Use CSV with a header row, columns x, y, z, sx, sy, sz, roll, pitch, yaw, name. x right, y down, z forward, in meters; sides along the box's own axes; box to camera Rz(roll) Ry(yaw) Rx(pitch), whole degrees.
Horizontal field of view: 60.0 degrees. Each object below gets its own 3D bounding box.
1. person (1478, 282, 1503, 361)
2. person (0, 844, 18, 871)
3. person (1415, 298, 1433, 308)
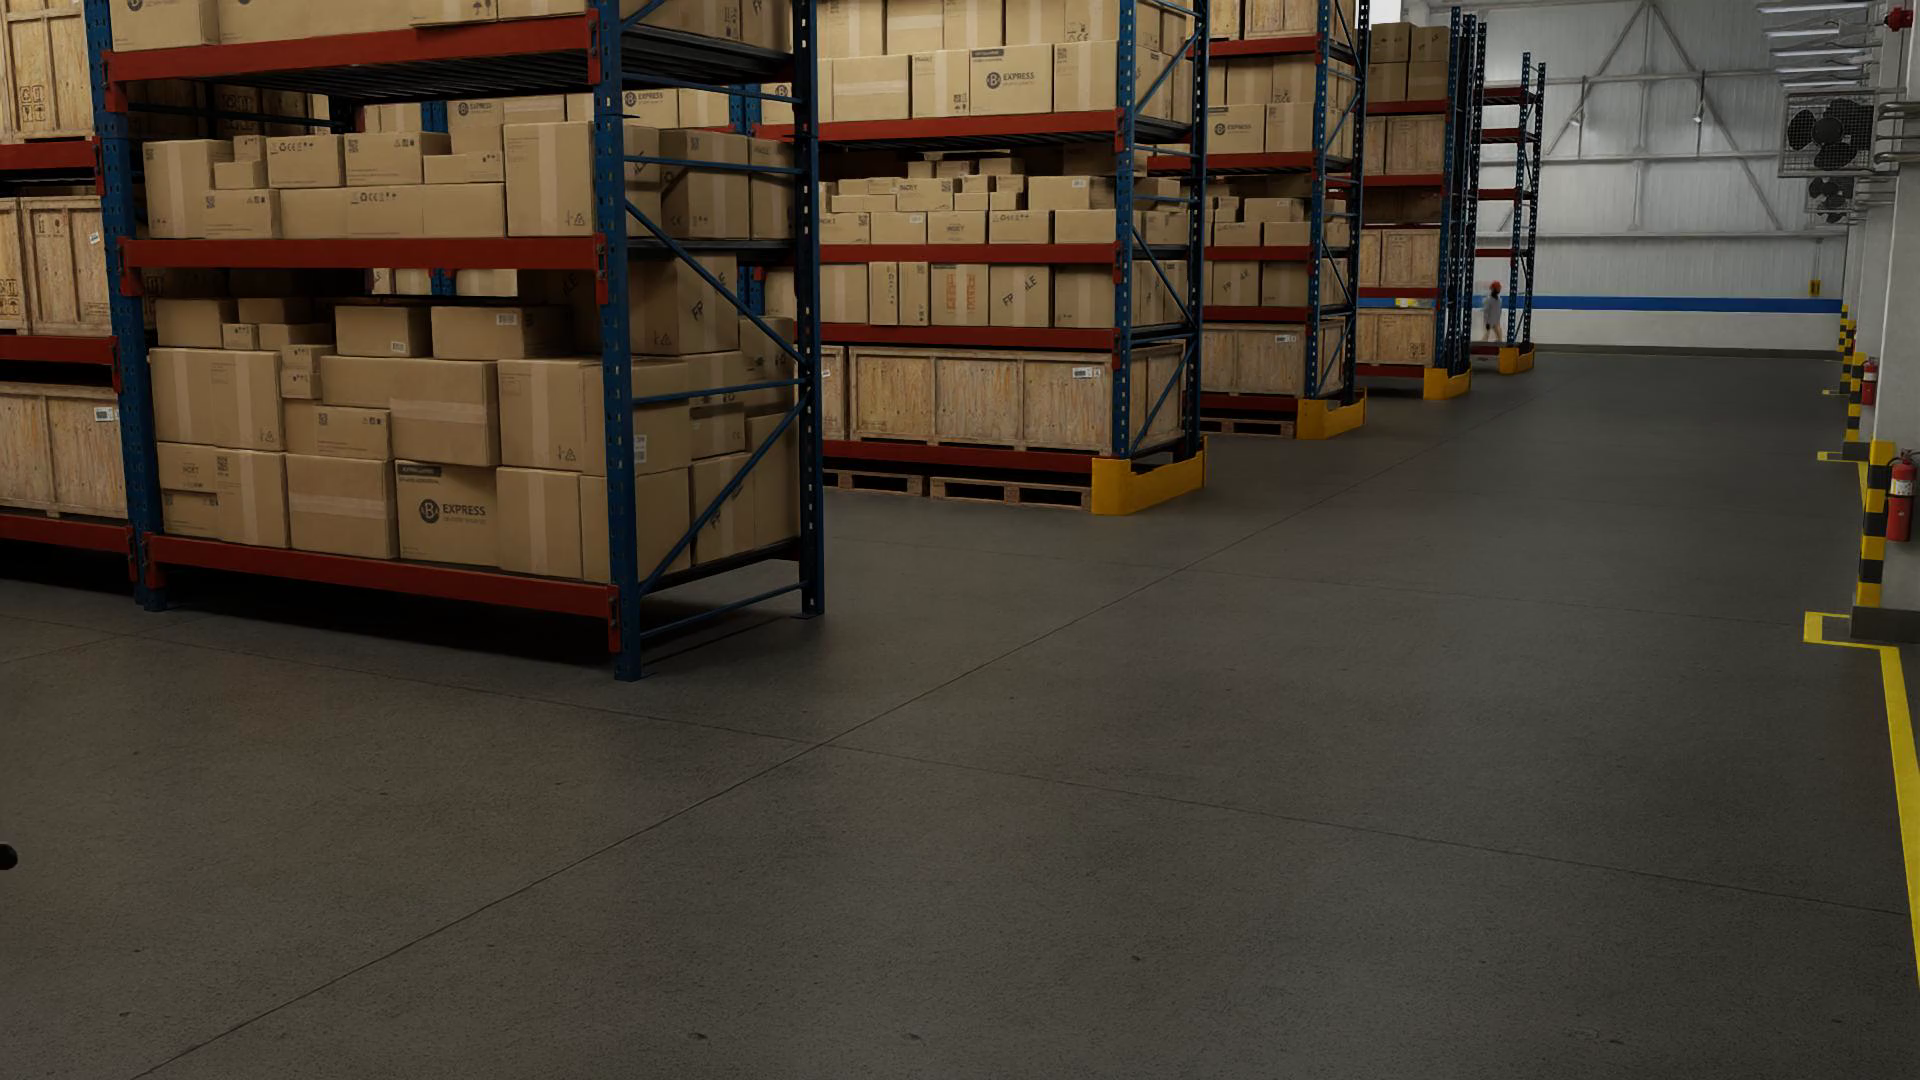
x,y,z,sx,sy,sz,roll,pitch,yaw,name
11.464,-4.663,35.610,0.594,1.705,0.869,-5,11,-28,person
-3.913,0.349,6.092,0.986,1.884,0.565,6,12,32,person
10.511,-5.050,37.849,0.491,1.719,0.734,-4,11,-24,person
